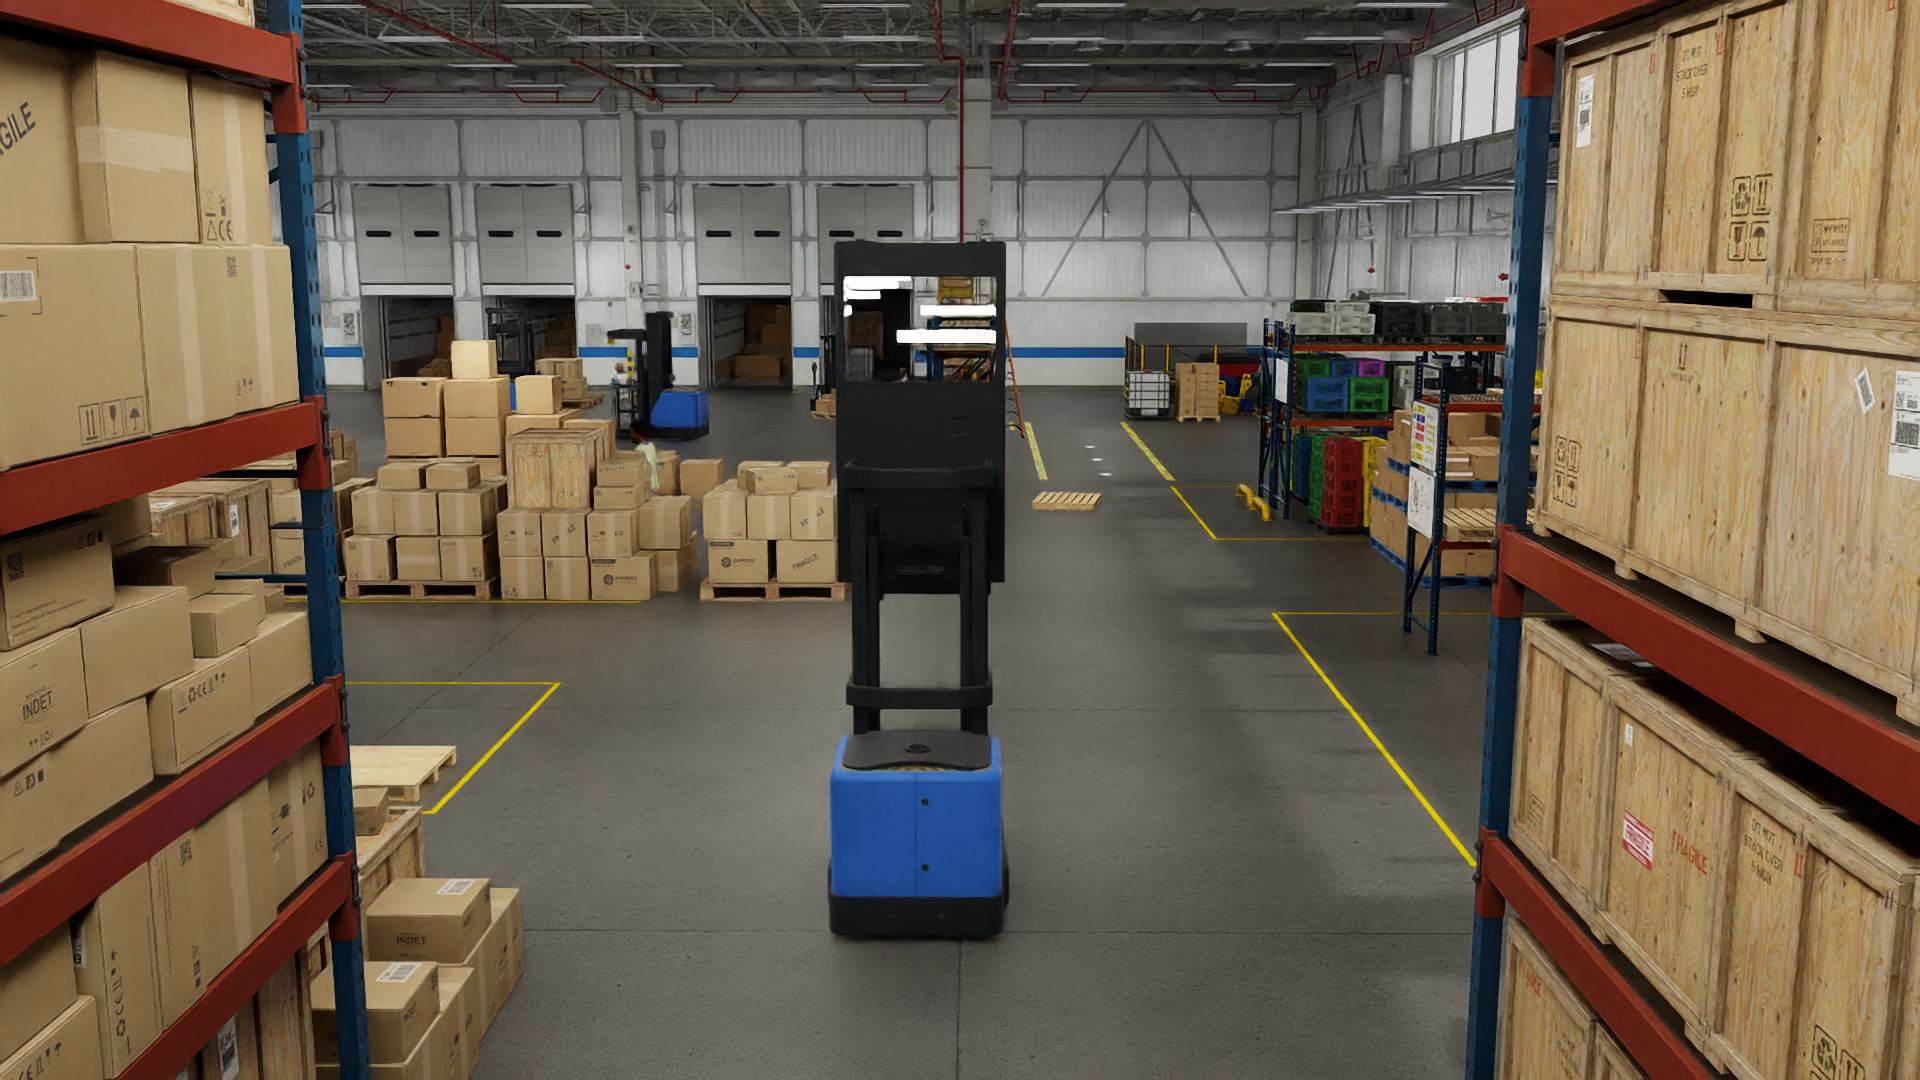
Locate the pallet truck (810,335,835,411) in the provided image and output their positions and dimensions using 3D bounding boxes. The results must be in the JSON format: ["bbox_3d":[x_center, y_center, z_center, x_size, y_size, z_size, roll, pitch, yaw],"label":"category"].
[{"bbox_3d":[-3.021,-4.312,43.126,1.885,1.965,0.823,3,10,17],"label":"pallet truck"}]

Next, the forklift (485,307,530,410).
[{"bbox_3d":[-10.754,-4.150,39.646,1.129,2.768,1.873,0,10,1],"label":"forklift"}]

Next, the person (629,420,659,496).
[{"bbox_3d":[-4.223,-0.685,22.510,0.769,1.898,0.601,2,10,10],"label":"person"}]

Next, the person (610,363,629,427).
[{"bbox_3d":[-7.818,-3.250,38.106,0.523,1.610,0.650,-9,13,-41],"label":"person"}]

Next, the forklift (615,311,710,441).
[{"bbox_3d":[-6.587,-3.643,36.722,1.873,2.768,1.129,1,10,8],"label":"forklift"}]

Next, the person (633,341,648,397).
[{"bbox_3d":[-9.041,-5.012,47.375,0.551,1.928,0.388,1,10,6],"label":"person"}]

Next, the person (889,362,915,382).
[{"bbox_3d":[-1.157,-2.635,33.621,0.627,1.941,0.373,-7,12,-36],"label":"person"}]

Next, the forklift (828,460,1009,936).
[{"bbox_3d":[-0.255,0.882,10.612,1.129,2.768,1.873,0,10,1],"label":"forklift"}]
